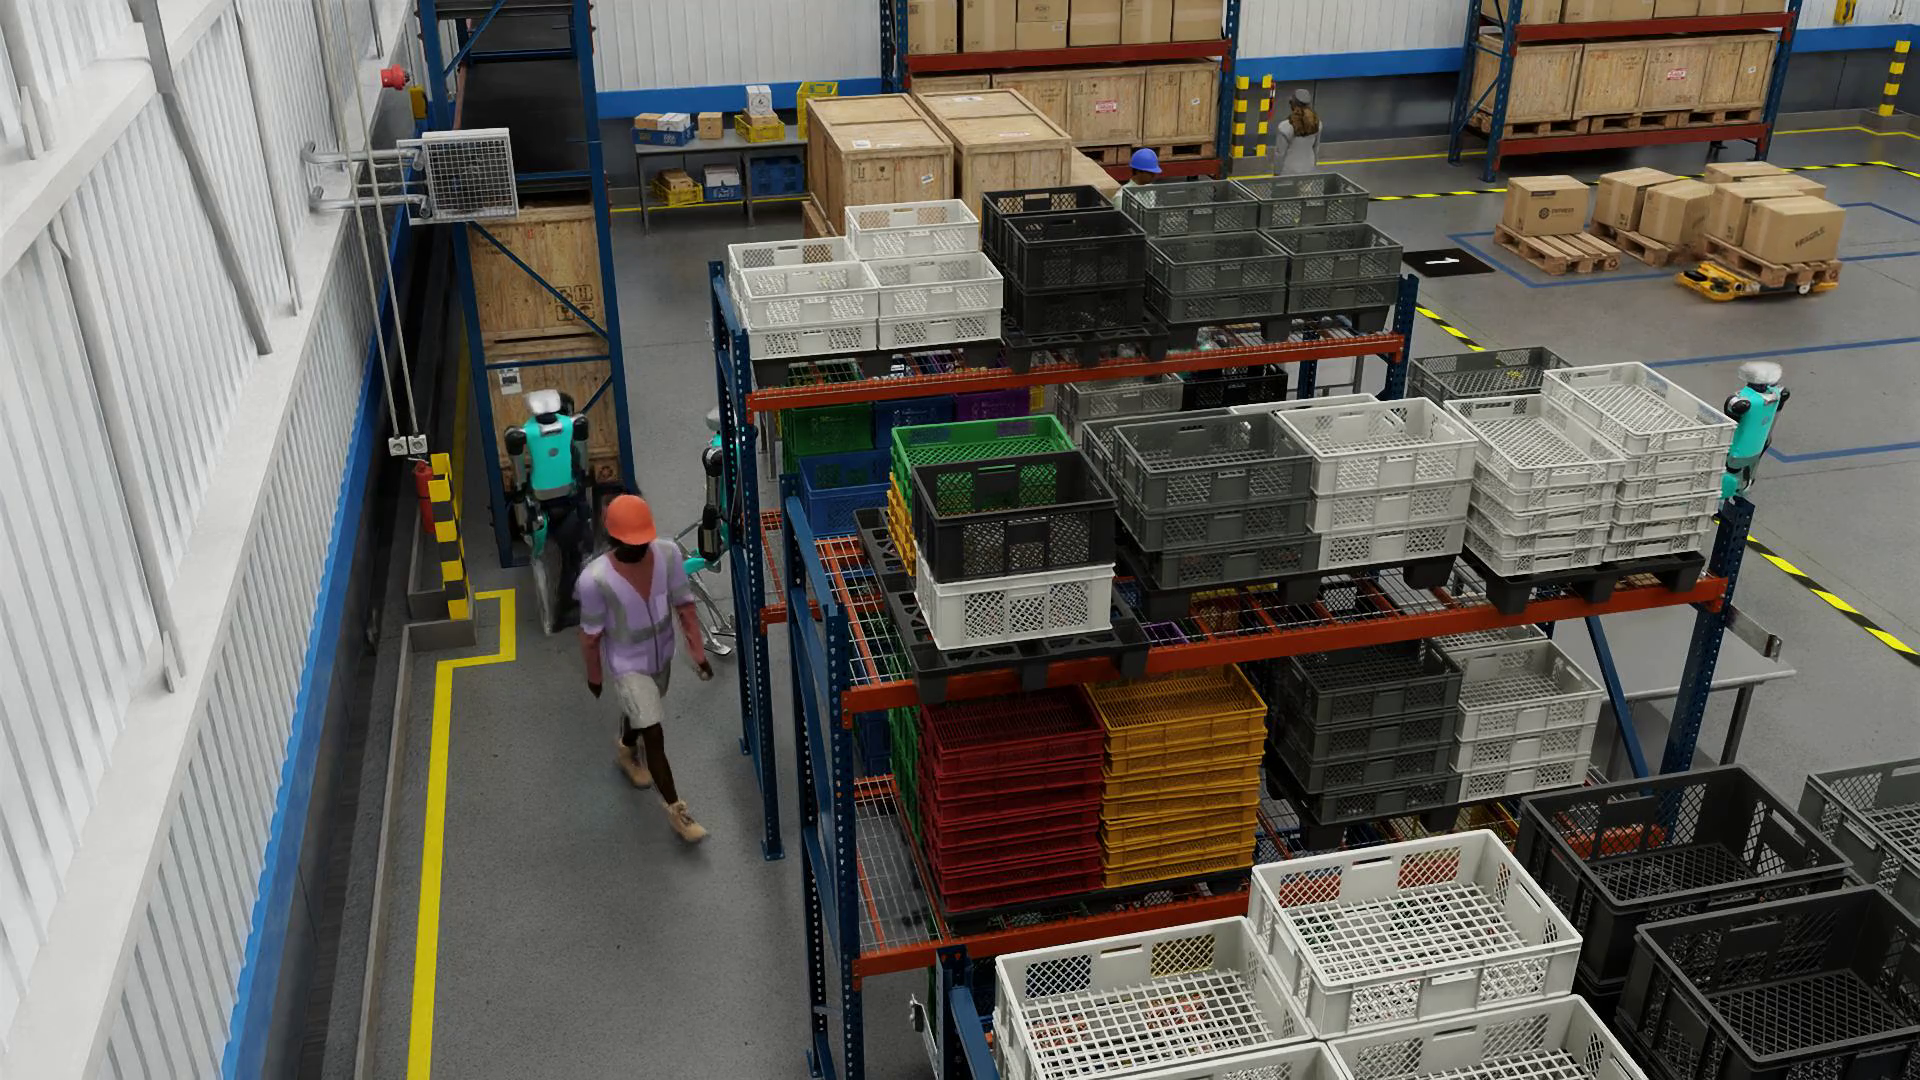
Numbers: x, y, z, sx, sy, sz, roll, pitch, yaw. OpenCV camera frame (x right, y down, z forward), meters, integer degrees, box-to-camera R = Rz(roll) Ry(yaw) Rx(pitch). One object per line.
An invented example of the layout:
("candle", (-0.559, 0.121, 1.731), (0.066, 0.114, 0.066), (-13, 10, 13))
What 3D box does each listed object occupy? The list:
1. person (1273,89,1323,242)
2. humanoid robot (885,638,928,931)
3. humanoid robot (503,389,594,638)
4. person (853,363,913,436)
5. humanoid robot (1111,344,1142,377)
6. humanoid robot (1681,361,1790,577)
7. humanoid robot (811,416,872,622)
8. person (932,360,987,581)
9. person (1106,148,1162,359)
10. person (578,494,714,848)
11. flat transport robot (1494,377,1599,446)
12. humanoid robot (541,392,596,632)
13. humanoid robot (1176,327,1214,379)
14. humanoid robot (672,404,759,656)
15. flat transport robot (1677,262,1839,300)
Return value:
("person", (3.635, -3.990, 18.007), (0.560, 1.768, 0.399), (-13, 30, -23))
("humanoid robot", (-0.214, 1.199, 8.269), (0.338, 1.652, 0.590), (-8, 29, -15))
("humanoid robot", (-2.729, -0.221, 10.917), (0.541, 1.798, 0.820), (-16, 32, -27))
("person", (-0.511, -0.665, 11.573), (0.572, 1.886, 0.354), (-4, 28, -7))
("humanoid robot", (1.472, -1.960, 14.261), (0.615, 1.649, 0.431), (0, 28, -1))
("humanoid robot", (5.040, -0.483, 11.243), (0.533, 1.677, 0.735), (-15, 31, -26))
("humanoid robot", (-0.823, -0.231, 10.960), (0.599, 1.655, 0.315), (10, 29, 18))
("person", (0.042, -0.405, 11.148), (0.403, 1.823, 0.587), (21, 34, 34))
("person", (1.606, -2.628, 15.246), (0.413, 1.939, 0.607), (21, 34, 34))
("person", (-1.687, 0.647, 8.986), (0.605, 1.981, 1.084), (-24, 36, -37))
("flat transport robot", (4.780, -1.036, 14.013), (0.659, 0.231, 1.431), (-6, 28, -12))
("humanoid robot", (-2.598, -0.188, 10.898), (0.464, 1.638, 0.588), (-22, 35, -35))
("humanoid robot", (1.415, -0.768, 11.957), (1.040, 1.740, 0.561), (0, 28, -1))
("humanoid robot", (-1.631, -0.098, 10.510), (0.735, 1.681, 0.533), (11, 30, 19))
("flat transport robot", (8.257, -2.729, 17.194), (1.431, 0.197, 0.652), (-6, 28, -12))
